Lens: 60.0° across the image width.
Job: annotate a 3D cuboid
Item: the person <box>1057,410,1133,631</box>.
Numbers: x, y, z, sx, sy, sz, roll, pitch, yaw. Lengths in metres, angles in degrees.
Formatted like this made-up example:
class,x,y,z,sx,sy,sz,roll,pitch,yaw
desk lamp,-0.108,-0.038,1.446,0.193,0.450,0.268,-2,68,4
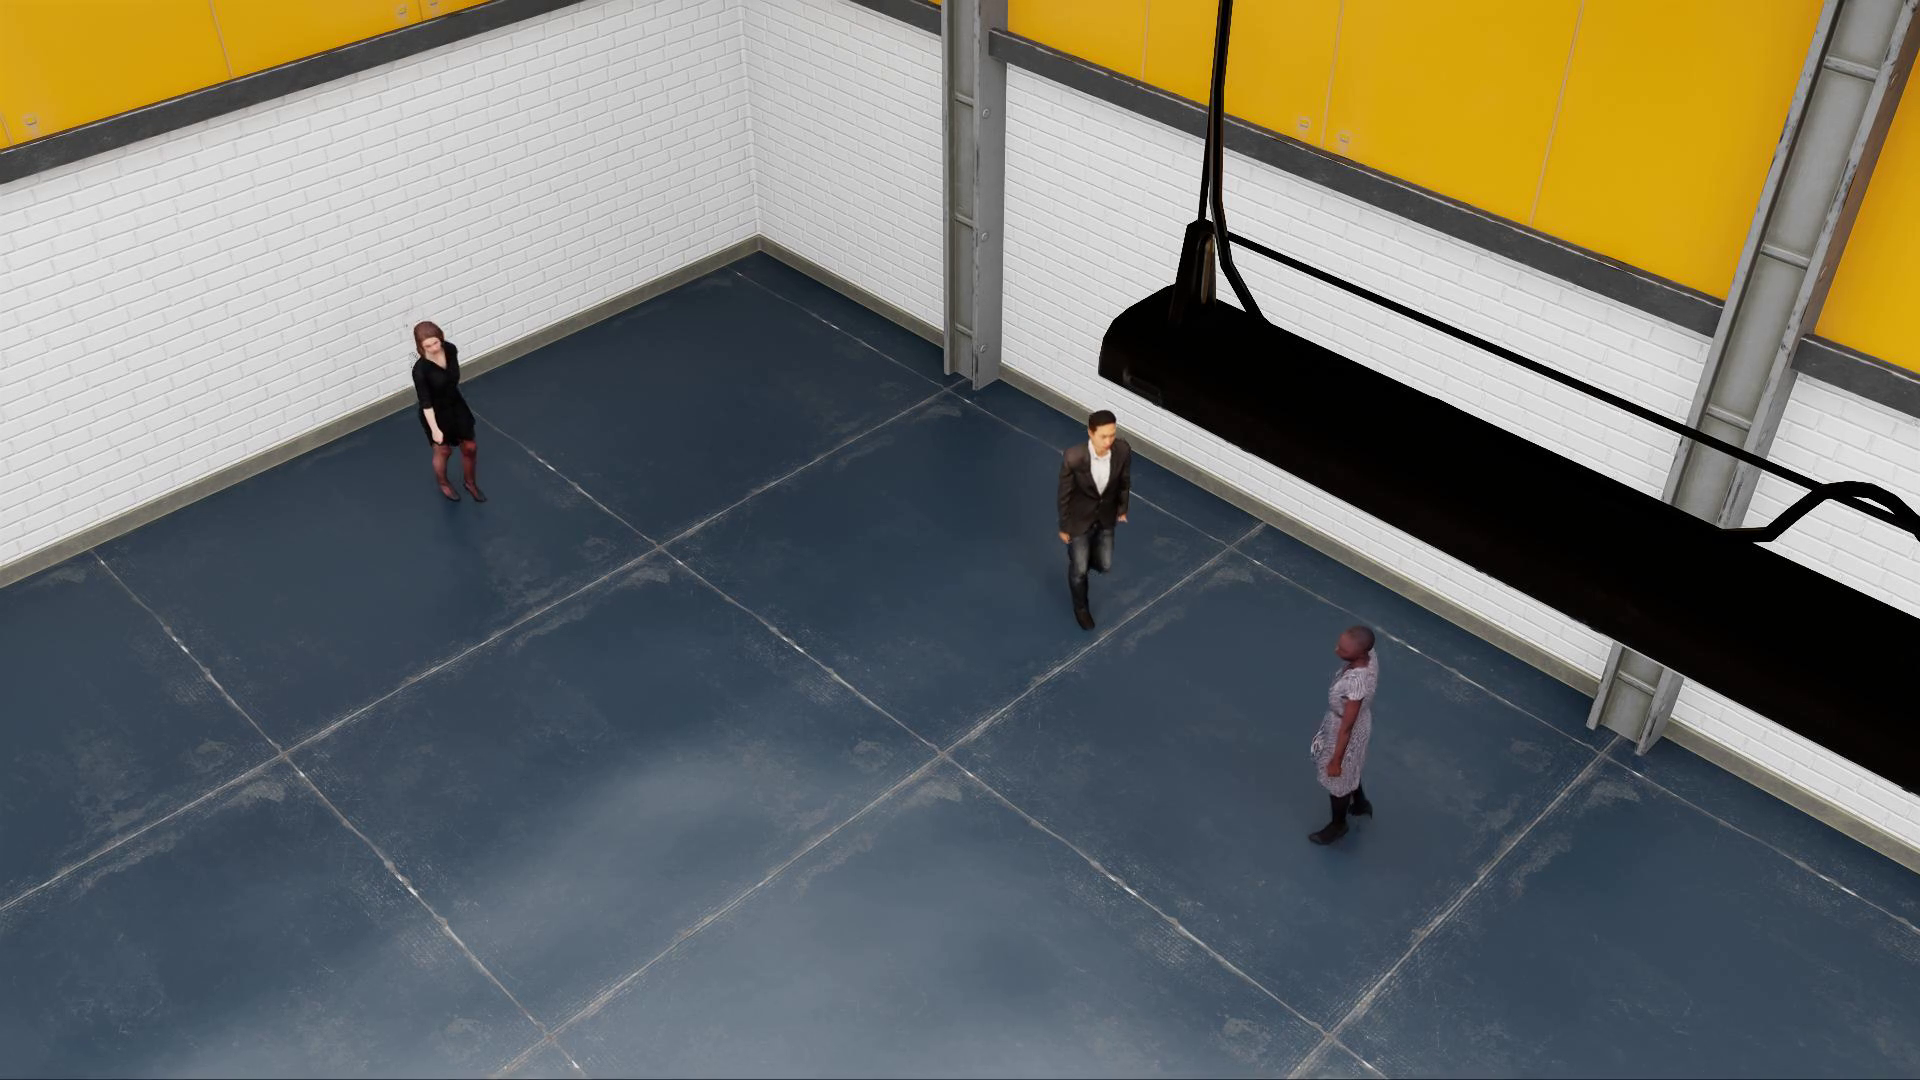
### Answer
class,x,y,z,sx,sy,sz,roll,pitch,yaw
person,0.828,-0.217,11.263,0.876,1.777,0.948,-11,40,-13

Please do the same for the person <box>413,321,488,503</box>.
class,x,y,z,sx,sy,sz,roll,pitch,yaw
person,-3.841,-0.940,12.256,0.746,1.669,0.659,16,41,19

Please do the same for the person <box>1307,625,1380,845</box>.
class,x,y,z,sx,sy,sz,roll,pitch,yaw
person,2.243,1.133,9.576,0.853,1.773,0.825,16,41,19
